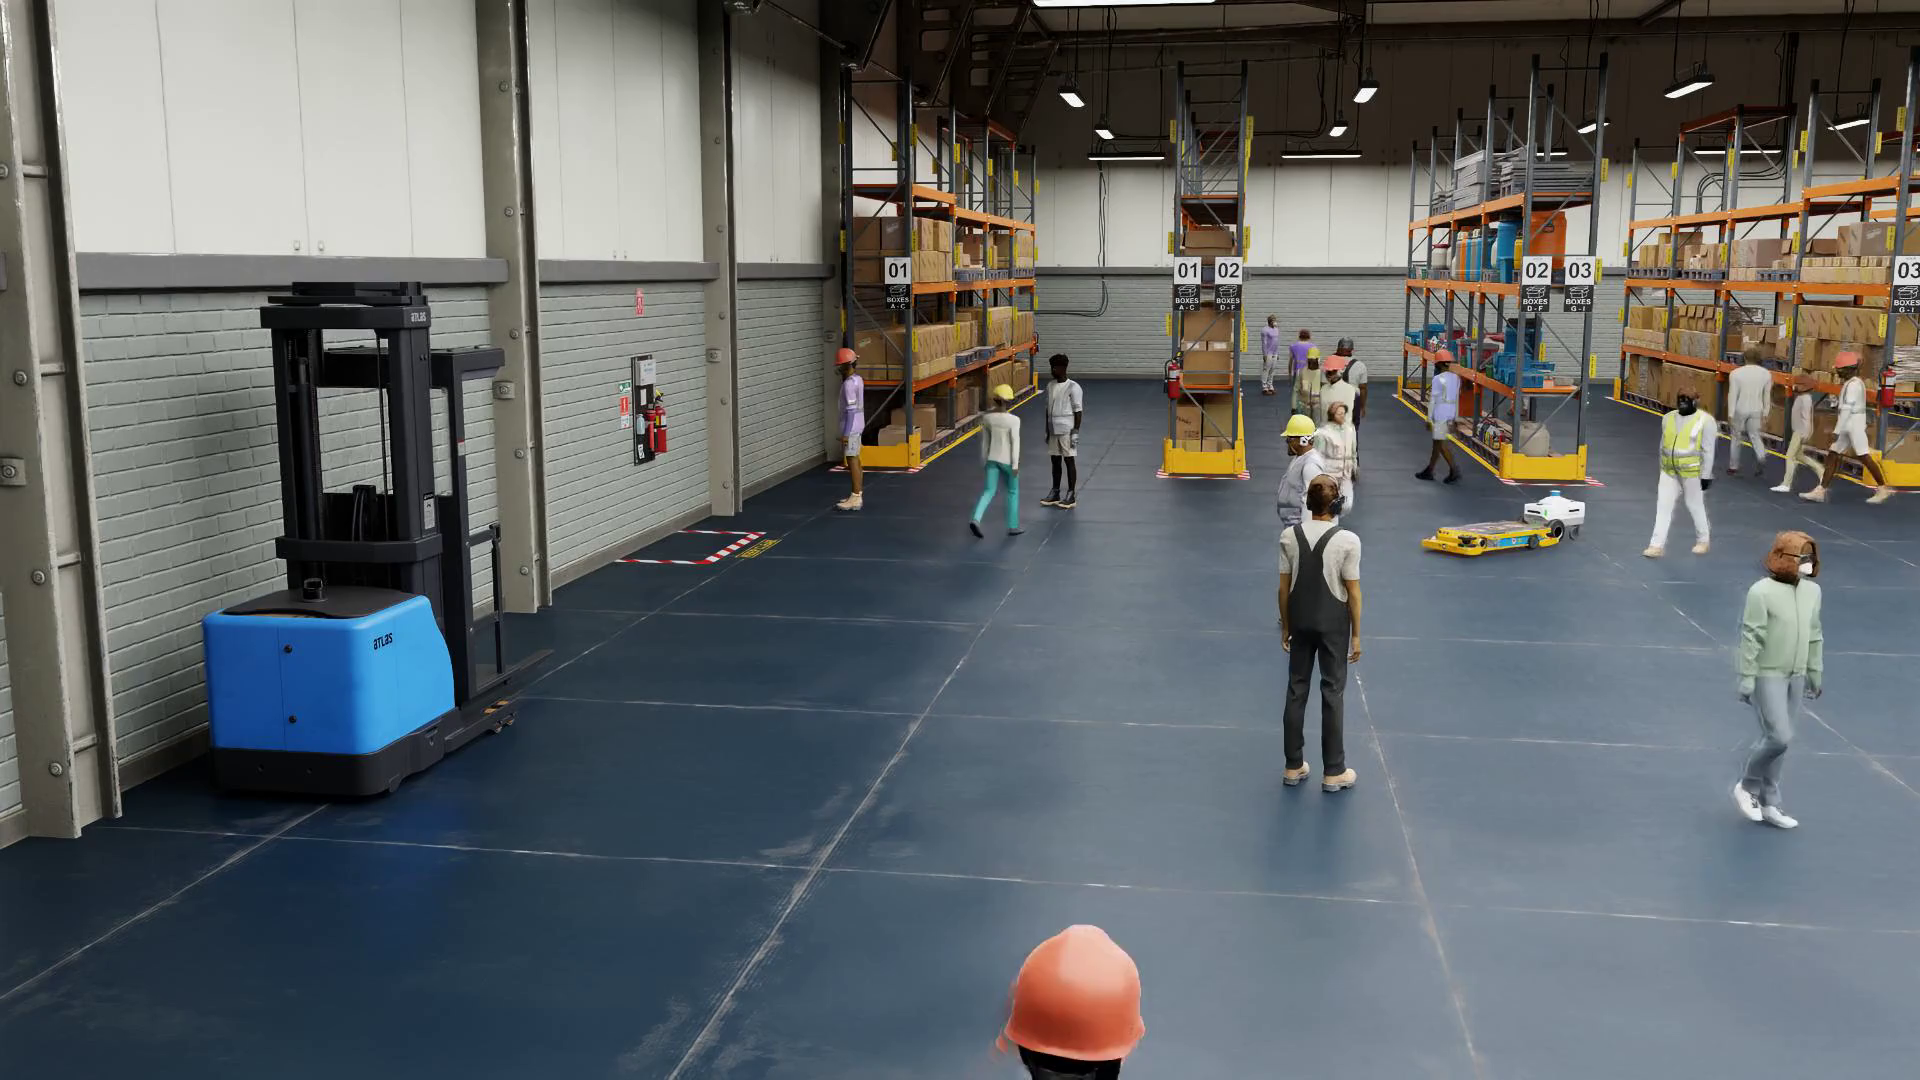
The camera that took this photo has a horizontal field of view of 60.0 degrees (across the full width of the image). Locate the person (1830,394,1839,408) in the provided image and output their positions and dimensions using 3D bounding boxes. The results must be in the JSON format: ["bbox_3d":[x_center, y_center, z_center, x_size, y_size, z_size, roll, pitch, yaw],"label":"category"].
[{"bbox_3d":[19.413,-3.891,36.798,0.592,1.902,0.845,3,10,19],"label":"person"}]

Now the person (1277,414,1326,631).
[{"bbox_3d":[2.846,-0.135,13.873,0.403,1.824,0.596,1,9,3],"label":"person"}]

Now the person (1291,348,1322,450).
[{"bbox_3d":[5.500,-2.107,26.102,0.625,1.789,0.892,4,10,25],"label":"person"}]

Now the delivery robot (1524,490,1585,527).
[{"bbox_3d":[6.693,-0.314,18.715,0.707,0.478,0.477,-6,11,-31],"label":"delivery robot"}]

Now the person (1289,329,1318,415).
[{"bbox_3d":[7.083,-3.442,34.335,0.588,1.790,0.955,2,10,15],"label":"person"}]

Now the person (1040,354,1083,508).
[{"bbox_3d":[1.295,-1.398,21.244,0.390,1.957,0.608,-7,12,-38],"label":"person"}]

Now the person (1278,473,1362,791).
[{"bbox_3d":[2.099,0.530,9.700,0.506,1.846,0.345,6,11,34],"label":"person"}]

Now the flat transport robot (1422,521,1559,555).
[{"bbox_3d":[5.793,-0.033,18.145,1.431,0.197,0.652,-5,11,-30],"label":"flat transport robot"}]

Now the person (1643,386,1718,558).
[{"bbox_3d":[7.666,-0.730,17.607,0.867,1.809,0.643,-7,11,-35],"label":"person"}]

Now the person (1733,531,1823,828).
[{"bbox_3d":[4.449,0.754,8.969,0.520,1.620,0.342,-4,10,-24],"label":"person"}]

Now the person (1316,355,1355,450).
[{"bbox_3d":[4.622,-1.294,20.554,0.423,1.979,0.616,-5,11,-30],"label":"person"}]

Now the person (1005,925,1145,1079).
[{"bbox_3d":[0.147,1.611,2.919,0.564,1.896,0.984,1,9,9],"label":"person"}]

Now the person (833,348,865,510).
[{"bbox_3d":[-1.409,-1.407,21.058,0.391,2.042,0.616,1,9,6],"label":"person"}]

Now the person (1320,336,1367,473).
[{"bbox_3d":[5.737,-2.009,24.887,0.689,2.000,0.538,3,10,16],"label":"person"}]

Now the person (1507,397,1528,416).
[{"bbox_3d":[11.675,-3.557,34.668,0.623,1.923,0.471,7,11,35],"label":"person"}]

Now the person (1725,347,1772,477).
[{"bbox_3d":[11.533,-1.859,24.272,0.629,1.908,0.858,0,9,1],"label":"person"}]

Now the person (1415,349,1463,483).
[{"bbox_3d":[6.907,-1.781,23.784,0.557,1.905,0.887,-7,12,-38],"label":"person"}]

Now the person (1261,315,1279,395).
[{"bbox_3d":[7.562,-4.509,40.493,0.372,1.940,0.631,8,12,41],"label":"person"}]

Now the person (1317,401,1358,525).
[{"bbox_3d":[4.027,-0.696,17.940,0.526,1.623,0.515,-5,10,-28],"label":"person"}]

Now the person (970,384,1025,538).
[{"bbox_3d":[0.426,-0.890,18.791,0.527,1.740,0.811,7,11,36],"label":"person"}]

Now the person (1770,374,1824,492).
[{"bbox_3d":[11.519,-1.458,22.684,0.697,1.610,0.507,3,10,18],"label":"person"}]

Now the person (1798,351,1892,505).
[{"bbox_3d":[11.559,-1.445,21.510,1.091,1.988,0.626,3,10,18],"label":"person"}]

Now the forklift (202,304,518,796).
[{"bbox_3d":[-3.673,-0.038,10.147,1.129,2.768,1.873,1,9,9],"label":"forklift"}]
